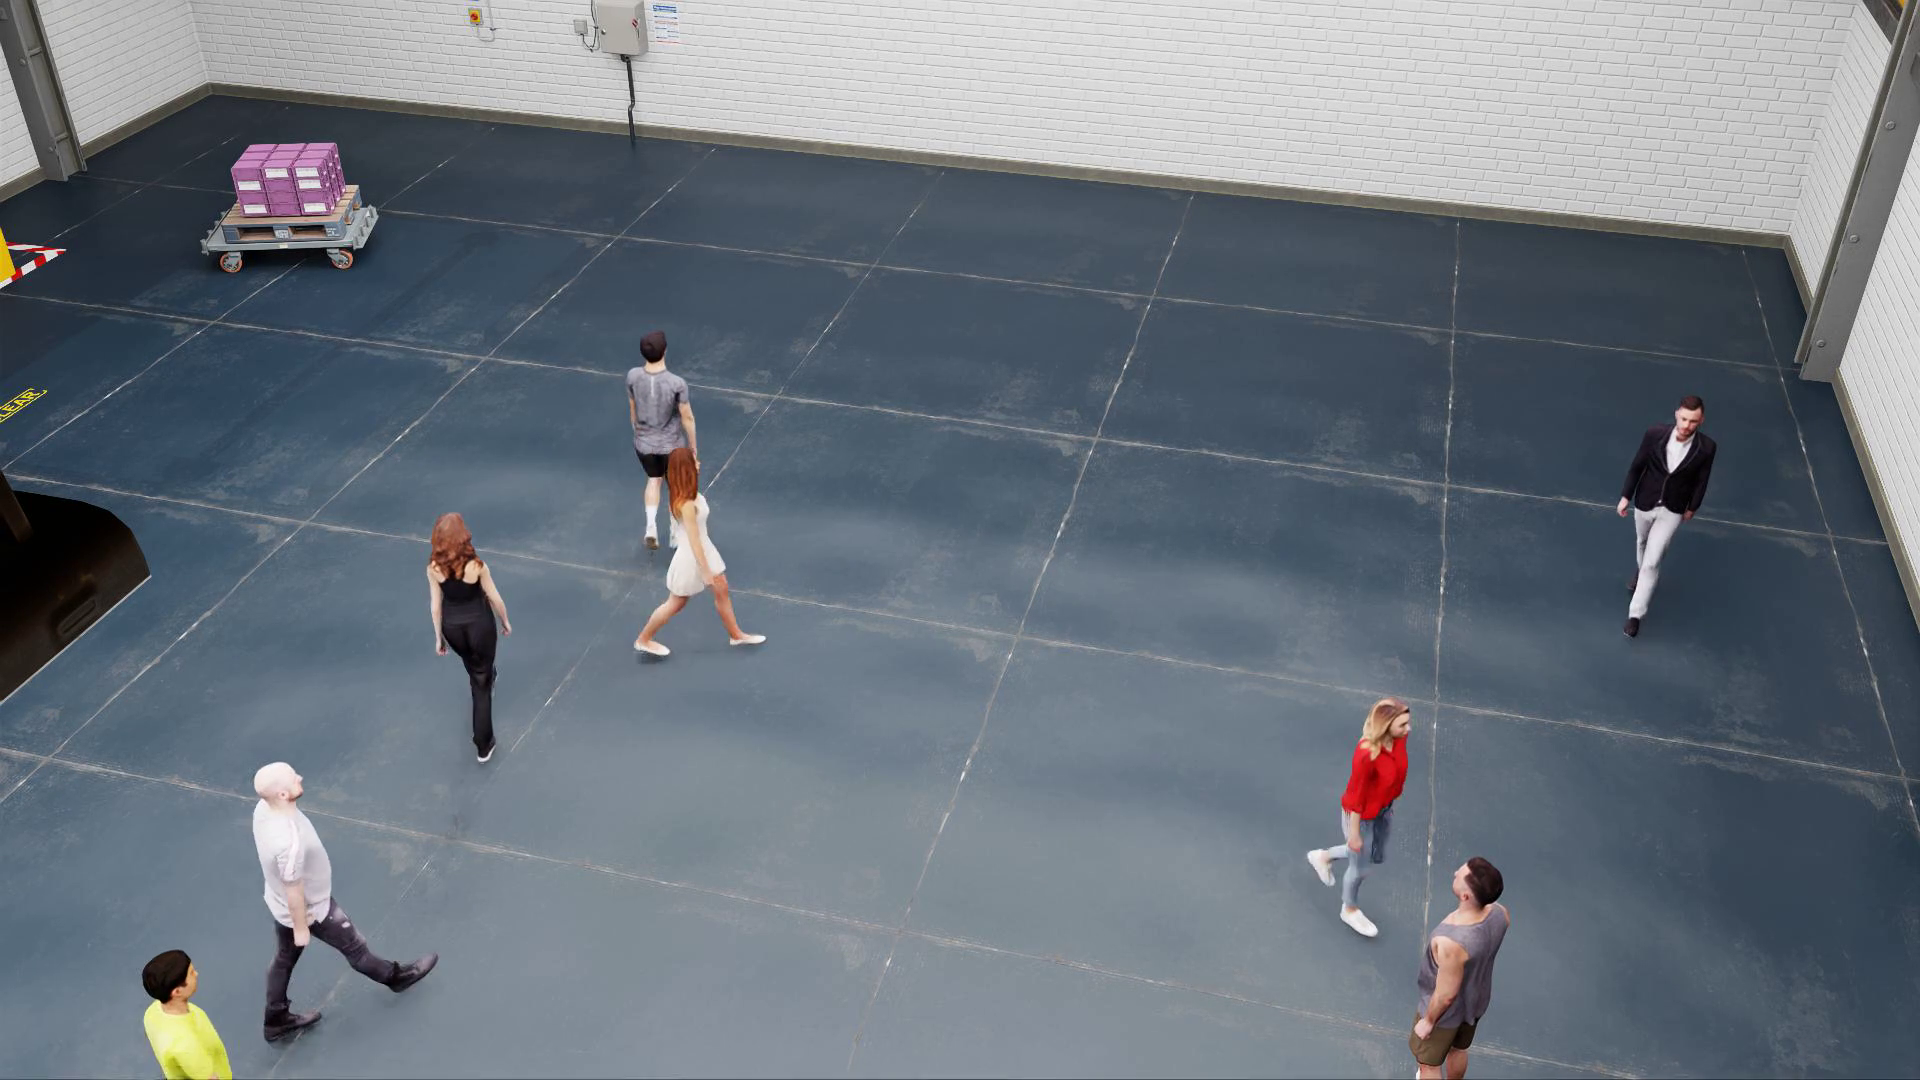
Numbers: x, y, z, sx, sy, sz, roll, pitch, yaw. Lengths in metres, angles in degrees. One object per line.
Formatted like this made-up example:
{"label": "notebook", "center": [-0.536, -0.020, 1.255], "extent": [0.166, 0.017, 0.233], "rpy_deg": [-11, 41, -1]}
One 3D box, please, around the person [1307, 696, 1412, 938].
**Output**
{"label": "person", "center": [2.261, 1.529, 9.484], "extent": [0.861, 1.694, 0.891], "rpy_deg": [-28, 42, -35]}

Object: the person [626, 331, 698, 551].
{"label": "person", "center": [-2.318, -0.697, 12.687], "extent": [0.682, 1.856, 0.791], "rpy_deg": [7, 34, 10]}

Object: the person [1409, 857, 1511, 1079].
{"label": "person", "center": [2.451, 2.274, 8.268], "extent": [0.689, 1.847, 0.796], "rpy_deg": [-25, 41, -33]}

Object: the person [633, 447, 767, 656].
{"label": "person", "center": [-1.957, 0.145, 11.588], "extent": [0.935, 1.670, 1.167], "rpy_deg": [-4, 34, -6]}

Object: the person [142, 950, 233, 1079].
{"label": "person", "center": [-3.615, 2.648, 7.804], "extent": [1.049, 1.689, 0.937], "rpy_deg": [-25, 41, -33]}

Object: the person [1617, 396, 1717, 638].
{"label": "person", "center": [5.109, -0.280, 12.117], "extent": [0.960, 1.790, 1.311], "rpy_deg": [21, 39, 28]}

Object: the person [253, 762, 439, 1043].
{"label": "person", "center": [-3.555, 1.956, 8.764], "extent": [1.282, 1.780, 1.161], "rpy_deg": [-22, 39, -29]}

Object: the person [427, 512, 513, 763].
{"label": "person", "center": [-3.192, 0.661, 10.790], "extent": [0.872, 1.694, 1.211], "rpy_deg": [-2, 34, -3]}
